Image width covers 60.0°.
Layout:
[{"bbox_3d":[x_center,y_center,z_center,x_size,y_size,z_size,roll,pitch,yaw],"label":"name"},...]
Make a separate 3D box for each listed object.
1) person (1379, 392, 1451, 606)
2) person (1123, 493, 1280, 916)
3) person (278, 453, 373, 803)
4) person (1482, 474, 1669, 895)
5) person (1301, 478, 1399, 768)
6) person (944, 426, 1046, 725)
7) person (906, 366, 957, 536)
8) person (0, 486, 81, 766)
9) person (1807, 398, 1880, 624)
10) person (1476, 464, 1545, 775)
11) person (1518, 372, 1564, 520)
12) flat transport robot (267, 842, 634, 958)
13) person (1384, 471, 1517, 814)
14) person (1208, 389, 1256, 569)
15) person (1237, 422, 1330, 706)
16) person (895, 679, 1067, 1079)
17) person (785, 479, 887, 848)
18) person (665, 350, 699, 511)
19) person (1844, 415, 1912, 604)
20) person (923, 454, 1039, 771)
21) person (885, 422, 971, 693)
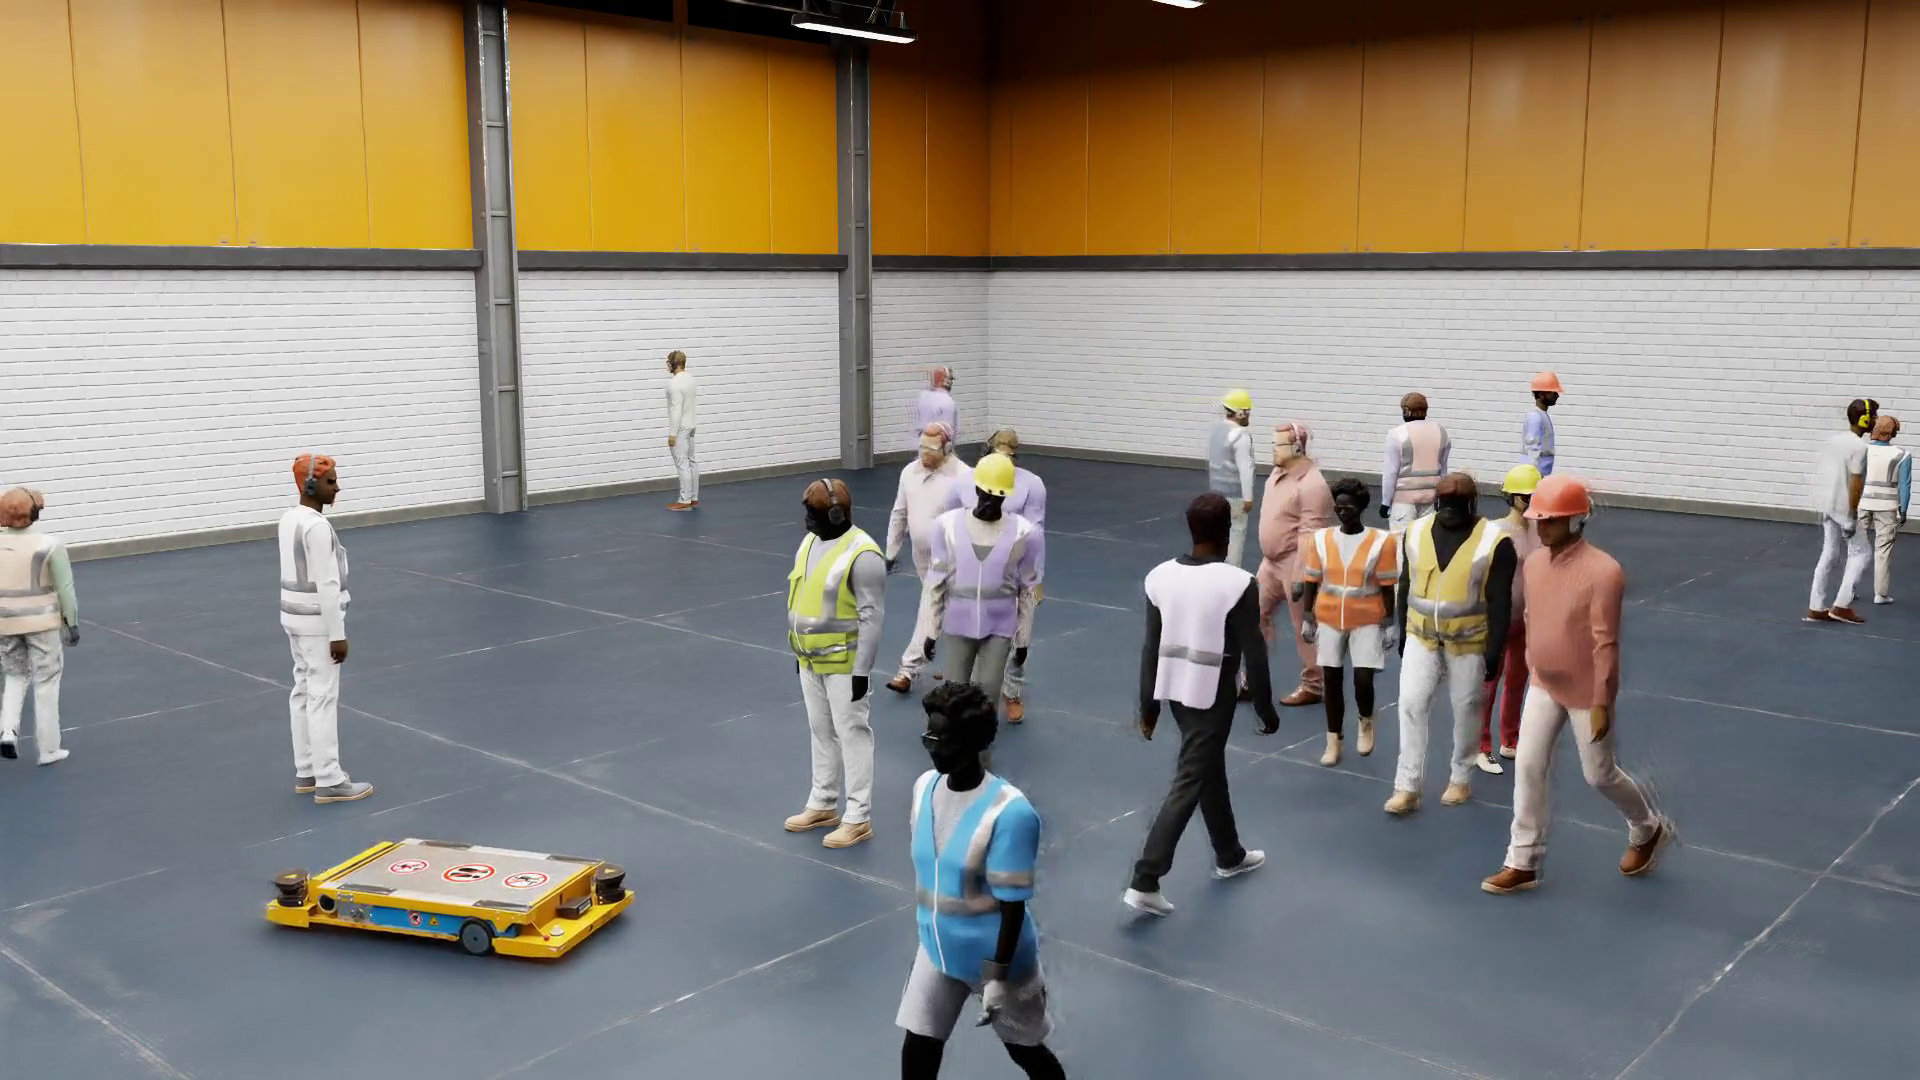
[{"bbox_3d":[3.874,-0.348,14.274,0.622,1.843,0.429,-3,10,-19],"label":"person"},{"bbox_3d":[1.068,0.718,7.508,1.042,1.871,0.584,-7,12,-38],"label":"person"},{"bbox_3d":[-3.471,0.471,8.990,0.359,1.884,0.573,-7,12,-39],"label":"person"},{"bbox_3d":[2.881,0.654,7.640,0.921,1.961,0.614,-4,10,-26],"label":"person"},{"bbox_3d":[2.227,0.479,9.557,0.560,1.682,0.372,5,10,28],"label":"person"},{"bbox_3d":[0.217,0.240,10.345,0.700,1.917,0.442,2,9,12],"label":"person"},{"bbox_3d":[-0.181,-0.975,18.202,1.031,1.843,0.641,-7,12,-39],"label":"person"},{"bbox_3d":[-5.356,0.505,9.583,0.537,1.628,0.368,-1,9,-3],"label":"person"},{"bbox_3d":[7.210,-0.224,13.504,0.546,1.842,0.561,0,9,-2],"label":"person"},{"bbox_3d":[3.174,0.446,9.514,0.523,1.769,0.316,-5,10,-28],"label":"person"},{"bbox_3d":[5.424,-0.607,15.589,0.374,1.939,0.545,4,10,24],"label":"person"},{"bbox_3d":[-2.226,1.545,7.294,1.431,0.197,0.652,3,9,17],"label":"flat transport robot"},{"bbox_3d":[2.532,0.551,8.701,0.653,1.809,0.816,7,11,36],"label":"person"},{"bbox_3d":[2.462,-0.463,15.067,0.445,1.813,0.610,-3,10,-20],"label":"person"},{"bbox_3d":[2.042,0.176,10.835,0.826,1.877,0.681,-3,9,-17],"label":"person"},{"bbox_3d":[0.064,1.222,5.004,0.532,1.654,0.882,9,13,44],"label":"person"},{"bbox_3d":[-0.640,0.605,8.307,0.430,1.838,0.619,-7,11,-37],"label":"person"},{"bbox_3d":[-3.359,-1.318,20.053,0.355,1.937,0.635,2,9,12],"label":"person"},{"bbox_3d":[7.909,-0.259,14.362,0.313,1.634,0.514,-9,13,-44],"label":"person"},{"bbox_3d":[0.117,0.458,9.015,0.621,1.898,0.602,1,9,6],"label":"person"},{"bbox_3d":[-0.206,0.114,11.356,0.732,1.842,0.942,9,13,44],"label":"person"}]
